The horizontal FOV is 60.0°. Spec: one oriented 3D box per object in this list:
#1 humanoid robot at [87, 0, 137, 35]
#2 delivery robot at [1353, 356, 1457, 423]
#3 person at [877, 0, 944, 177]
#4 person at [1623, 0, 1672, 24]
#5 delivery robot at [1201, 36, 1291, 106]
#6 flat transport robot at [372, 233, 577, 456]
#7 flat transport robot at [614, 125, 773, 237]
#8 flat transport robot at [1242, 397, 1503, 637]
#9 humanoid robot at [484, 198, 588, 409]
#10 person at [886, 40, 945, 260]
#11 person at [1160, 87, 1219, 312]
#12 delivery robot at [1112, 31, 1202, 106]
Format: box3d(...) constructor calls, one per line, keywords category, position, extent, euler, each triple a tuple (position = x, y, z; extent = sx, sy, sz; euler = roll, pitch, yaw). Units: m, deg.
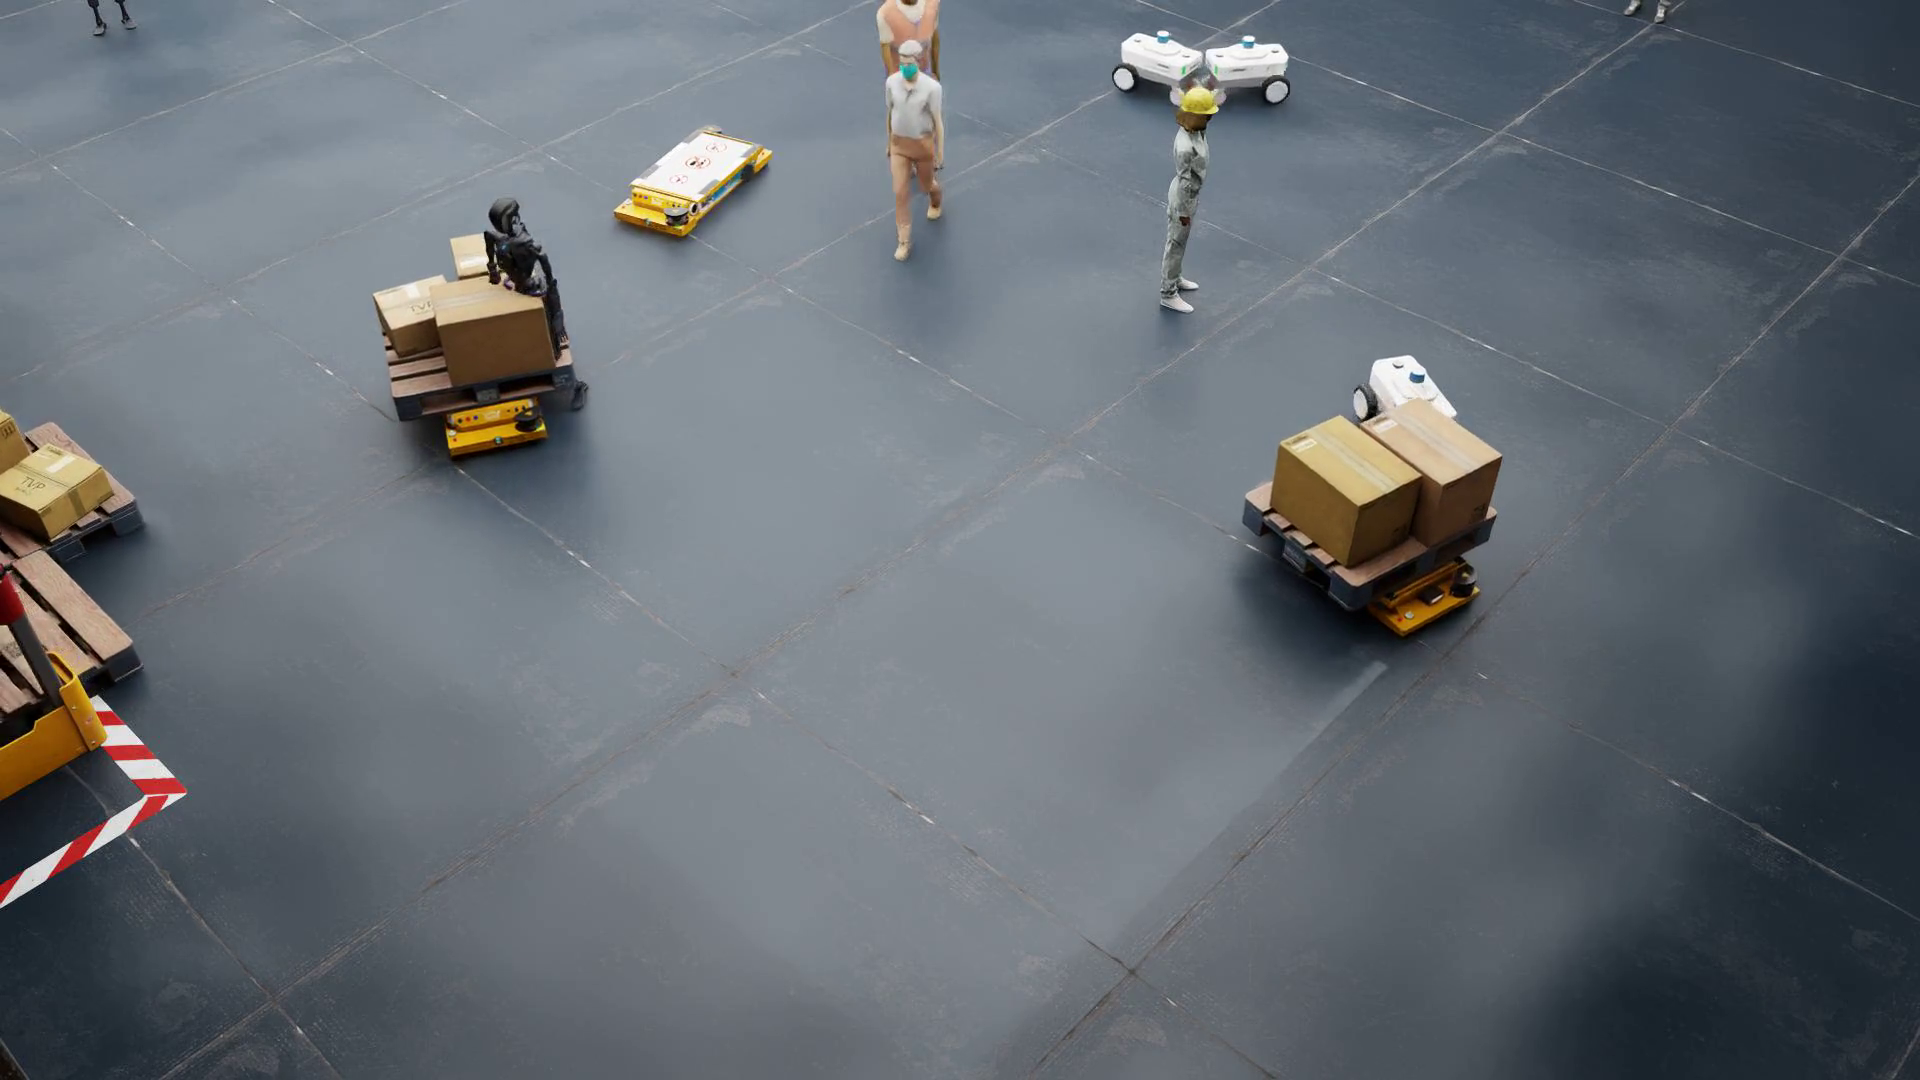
box3d(category="humanoid robot", position=(-8.228, -5.625, 15.713), extent=(0.599, 1.659, 0.315), euler=(-17, 45, -18))
box3d(category="delivery robot", position=(3.066, -0.930, 11.336), extent=(0.499, 0.581, 0.768), euler=(-10, 43, -11))
box3d(category="person", position=(-0.410, -3.844, 13.650), extent=(0.573, 1.807, 0.468), euler=(-23, 47, -23))
box3d(category="person", position=(6.801, -5.900, 15.919), extent=(0.564, 1.833, 0.394), euler=(20, 46, 21))
box3d(category="delivery robot", position=(2.581, -4.257, 15.039), extent=(0.777, 0.587, 0.499), euler=(-7, 42, -7))
box3d(category="flat transport robot", position=(-3.375, -1.140, 11.794), extent=(0.659, 0.231, 1.431), euler=(-13, 44, -14))
box3d(category="flat transport robot", position=(-2.211, -3.011, 13.873), extent=(0.659, 0.231, 1.431), euler=(18, 45, 19))
box3d(category="flat transport robot", position=(2.534, 0.015, 10.510), extent=(0.659, 0.231, 1.431), euler=(-24, 47, -24))
box3d(category="humanoid robot", position=(-2.892, -1.613, 11.265), extent=(0.607, 1.640, 0.383), euler=(18, 45, 19))
box3d(category="person", position=(-0.341, -3.085, 12.868), extent=(0.478, 1.725, 0.743), euler=(11, 43, 12))
box3d(category="person", position=(1.678, -2.513, 12.217), extent=(0.294, 1.744, 0.486), euler=(10, 43, 11))
box3d(category="delivery robot", position=(1.807, -4.325, 15.133), extent=(0.815, 0.612, 0.499), euler=(27, 48, 26))
